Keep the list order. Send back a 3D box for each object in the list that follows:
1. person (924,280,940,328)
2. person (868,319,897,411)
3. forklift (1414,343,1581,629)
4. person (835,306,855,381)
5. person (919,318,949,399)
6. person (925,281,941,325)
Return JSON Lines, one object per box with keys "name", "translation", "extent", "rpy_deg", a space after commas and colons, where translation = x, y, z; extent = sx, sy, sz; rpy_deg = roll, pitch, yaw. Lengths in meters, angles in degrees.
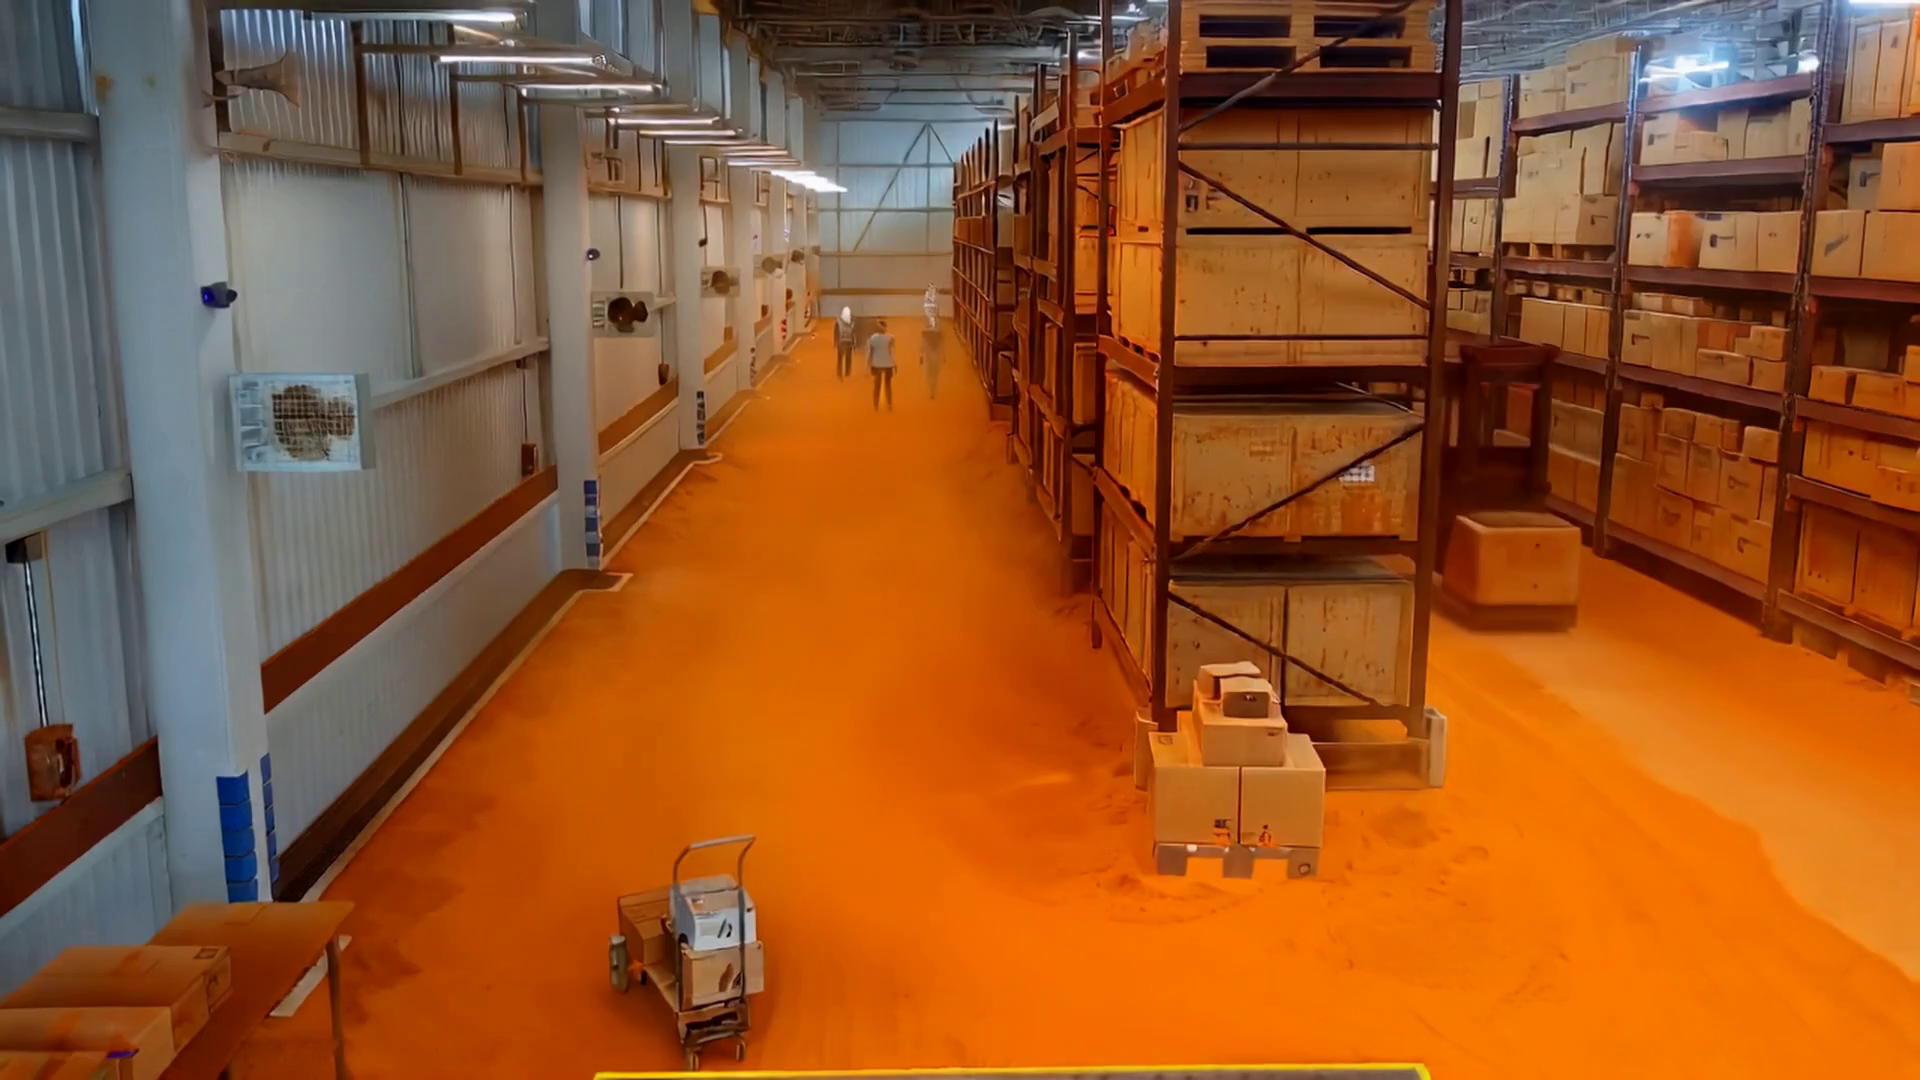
{"name": "person", "translation": [-1.027, -8.496, 60.577], "extent": [0.551, 1.918, 0.738], "rpy_deg": [1, 11, 5]}
{"name": "person", "translation": [-1.664, -3.756, 35.733], "extent": [0.617, 1.986, 0.409], "rpy_deg": [-3, 11, -17]}
{"name": "forklift", "translation": [5.566, -0.618, 17.067], "extent": [1.129, 2.768, 1.873], "rpy_deg": [0, 11, -2]}
{"name": "person", "translation": [-2.950, -5.028, 42.553], "extent": [0.587, 1.910, 0.399], "rpy_deg": [-10, 14, -41]}
{"name": "person", "translation": [-0.599, -4.169, 38.198], "extent": [0.663, 1.854, 0.986], "rpy_deg": [-2, 11, -10]}
{"name": "person", "translation": [-1.068, -9.238, 64.907], "extent": [0.665, 1.731, 0.570], "rpy_deg": [-3, 11, -17]}
